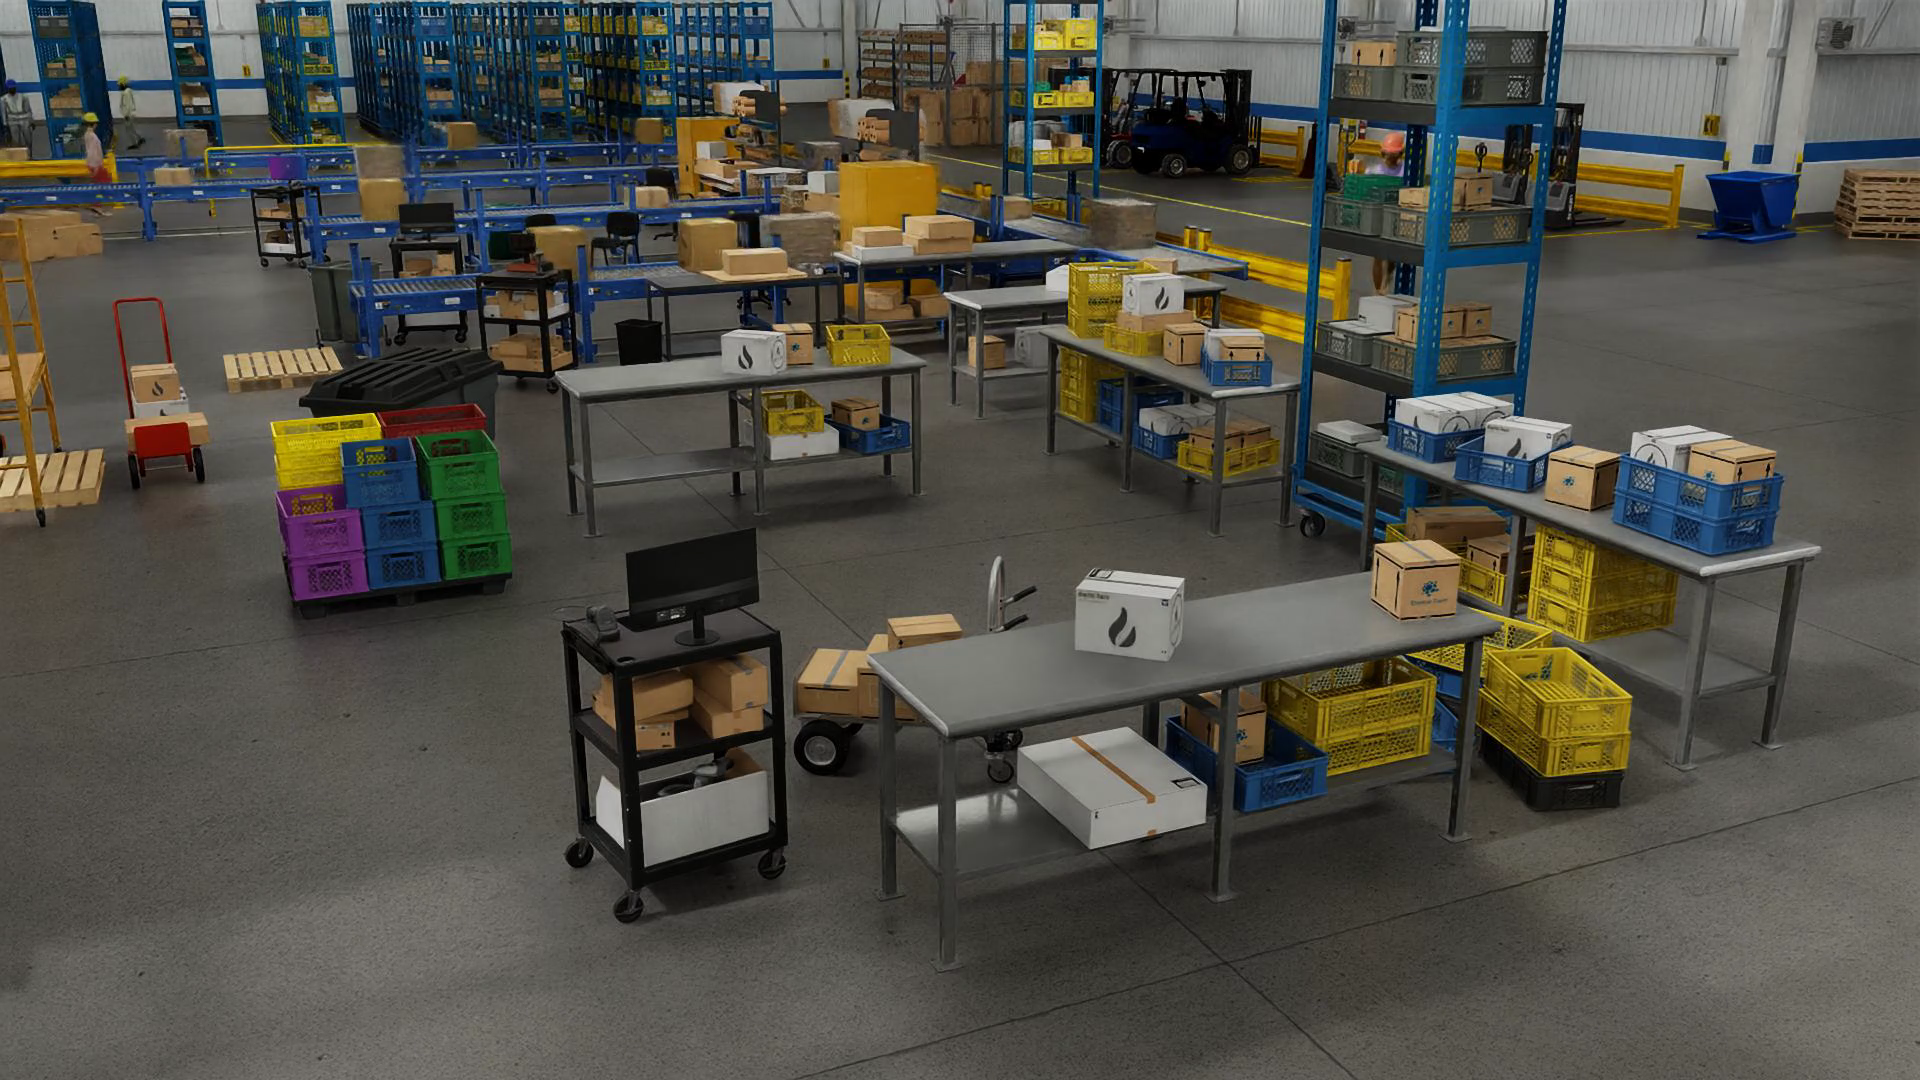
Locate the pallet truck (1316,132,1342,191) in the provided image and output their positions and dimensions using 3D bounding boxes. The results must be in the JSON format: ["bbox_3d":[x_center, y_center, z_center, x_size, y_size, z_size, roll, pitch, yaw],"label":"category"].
[{"bbox_3d":[7.723,-7.504,32.656,1.601,1.201,0.680,-8,19,-23],"label":"pallet truck"}]

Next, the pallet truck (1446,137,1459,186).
[{"bbox_3d":[9.184,-6.485,29.328,1.630,1.274,0.653,-8,19,-23],"label":"pallet truck"}]

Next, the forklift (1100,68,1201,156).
[{"bbox_3d":[4.082,-9.564,37.410,2.680,1.987,1.157,-8,19,-23],"label":"forklift"}]

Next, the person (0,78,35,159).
[{"bbox_3d":[-21.278,-9.427,37.568,0.652,1.929,0.552,-10,20,-29],"label":"person"}]

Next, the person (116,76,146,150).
[{"bbox_3d":[-21.052,-10.808,42.116,0.418,1.818,0.599,-8,19,-23],"label":"person"}]

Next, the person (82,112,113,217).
[{"bbox_3d":[-14.574,-6.334,28.121,0.369,1.754,0.526,-14,22,-36],"label":"person"}]

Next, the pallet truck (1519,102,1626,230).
[{"bbox_3d":[9.972,-6.037,26.785,1.885,1.965,0.823,-9,20,-25],"label":"pallet truck"}]

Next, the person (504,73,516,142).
[{"bbox_3d":[-11.881,-11.617,44.664,0.872,1.813,0.573,-4,18,-13],"label":"person"}]

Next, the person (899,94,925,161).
[{"bbox_3d":[-0.934,-7.475,31.480,0.561,1.887,0.669,10,20,29],"label":"person"}]

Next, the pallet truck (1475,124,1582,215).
[{"bbox_3d":[9.707,-6.455,28.103,1.885,1.965,0.823,-7,19,-20],"label":"pallet truck"}]

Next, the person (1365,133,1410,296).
[{"bbox_3d":[5.029,-3.769,19.596,0.614,2.026,0.602,3,18,9],"label":"person"}]

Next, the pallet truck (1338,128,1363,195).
[{"bbox_3d":[7.845,-7.140,31.411,1.522,1.261,0.704,-9,20,-25],"label":"pallet truck"}]

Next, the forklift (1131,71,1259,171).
[{"bbox_3d":[4.998,-8.936,35.413,2.680,1.987,1.157,-9,20,-25],"label":"forklift"}]
